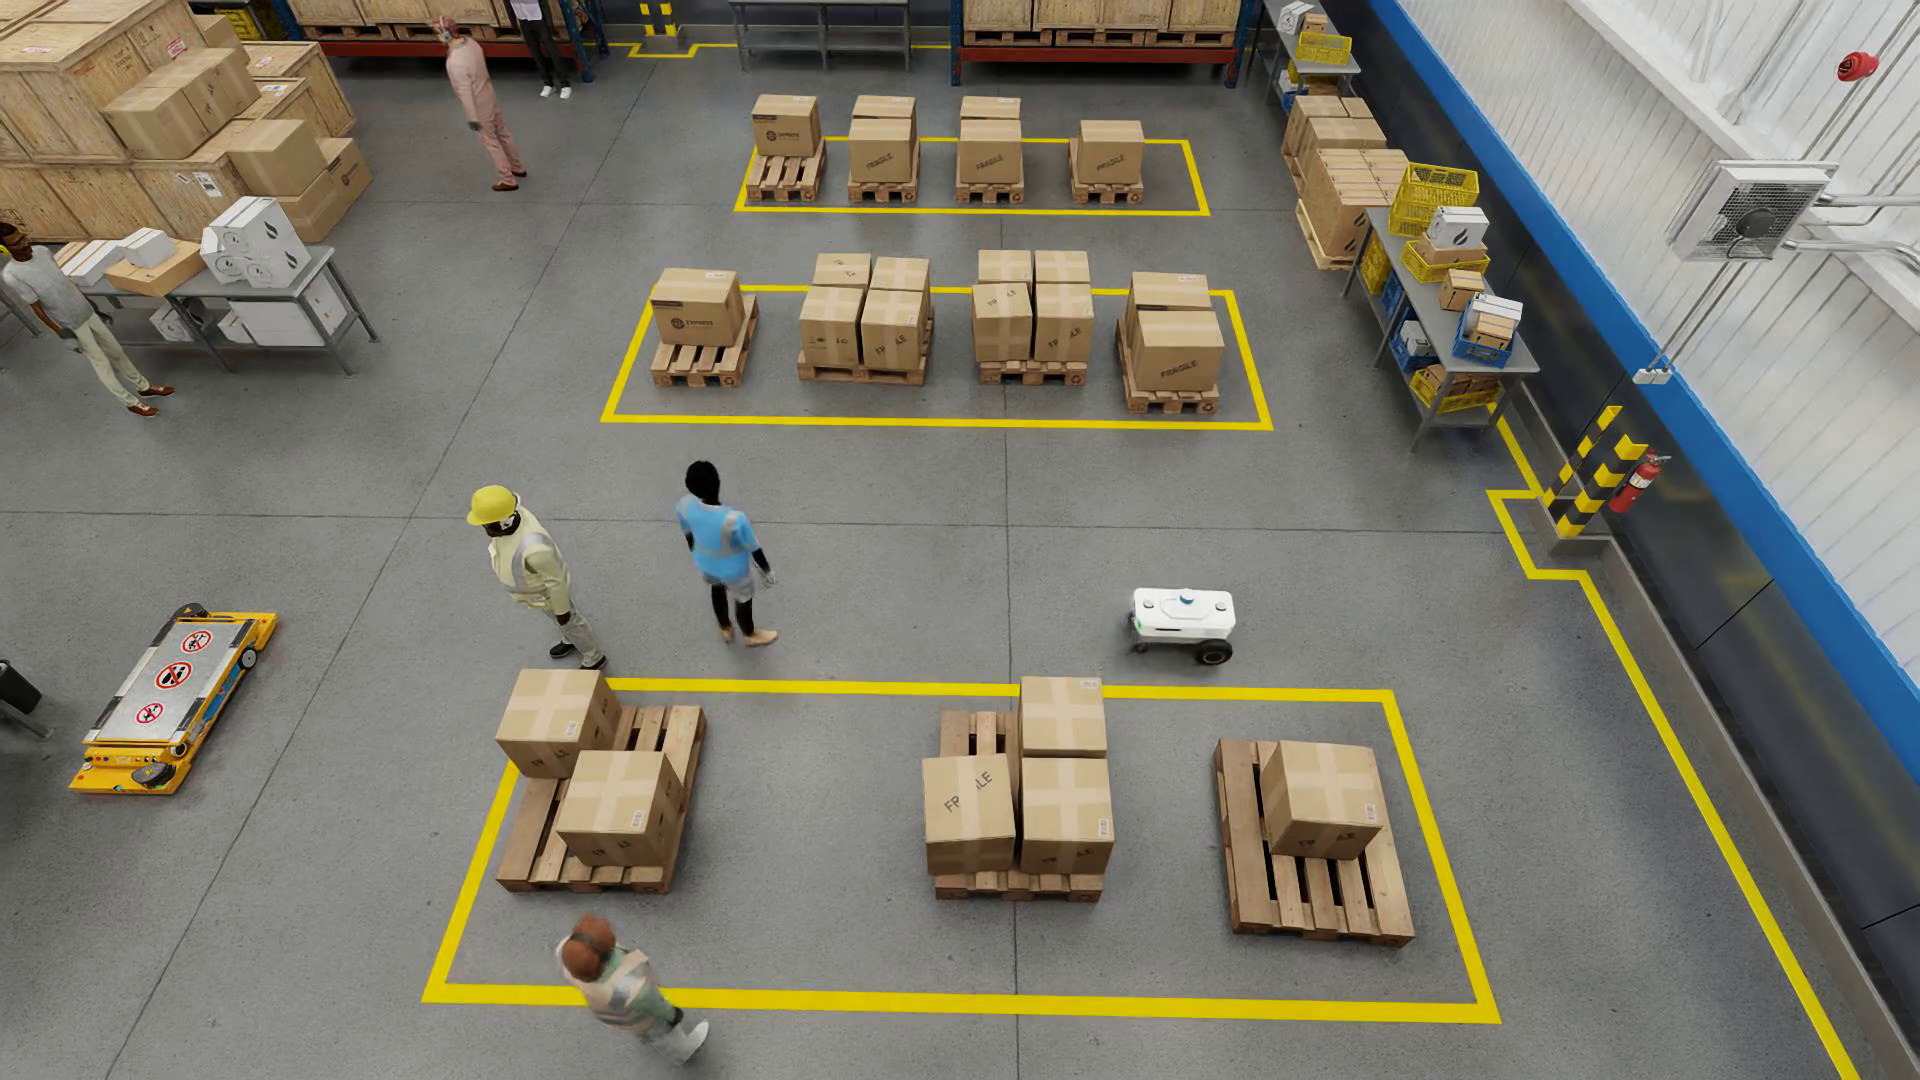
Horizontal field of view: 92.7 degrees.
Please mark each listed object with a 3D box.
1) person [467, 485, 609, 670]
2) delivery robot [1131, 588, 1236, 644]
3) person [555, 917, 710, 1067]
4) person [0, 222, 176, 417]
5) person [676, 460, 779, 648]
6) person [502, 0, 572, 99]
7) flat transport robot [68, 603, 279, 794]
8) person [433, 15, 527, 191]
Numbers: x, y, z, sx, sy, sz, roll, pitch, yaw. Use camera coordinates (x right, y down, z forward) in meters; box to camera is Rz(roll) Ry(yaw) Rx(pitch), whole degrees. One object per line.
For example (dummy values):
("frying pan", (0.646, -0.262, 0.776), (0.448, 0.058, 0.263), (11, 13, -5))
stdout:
("person", (-2.787, 0.298, 6.081), (0.404, 1.832, 0.600), (-36, 58, -26))
("delivery robot", (1.609, 0.537, 6.651), (0.707, 0.478, 0.477), (2, 50, 2))
("person", (-1.634, 2.269, 4.539), (0.524, 1.638, 0.310), (21, 53, 17))
("person", (-7.588, -1.894, 7.912), (0.315, 1.869, 0.534), (-2, 50, -2))
("person", (-1.579, 0.157, 6.299), (0.656, 1.688, 0.340), (19, 52, 16))
("person", (-5.651, -6.859, 12.092), (0.597, 1.907, 0.407), (3, 50, 3))
("flat transport robot", (-5.504, 1.072, 6.442), (0.652, 0.197, 1.431), (1, 50, 1))
("person", (-5.522, -4.993, 10.519), (0.395, 1.899, 0.661), (2, 50, 2))
